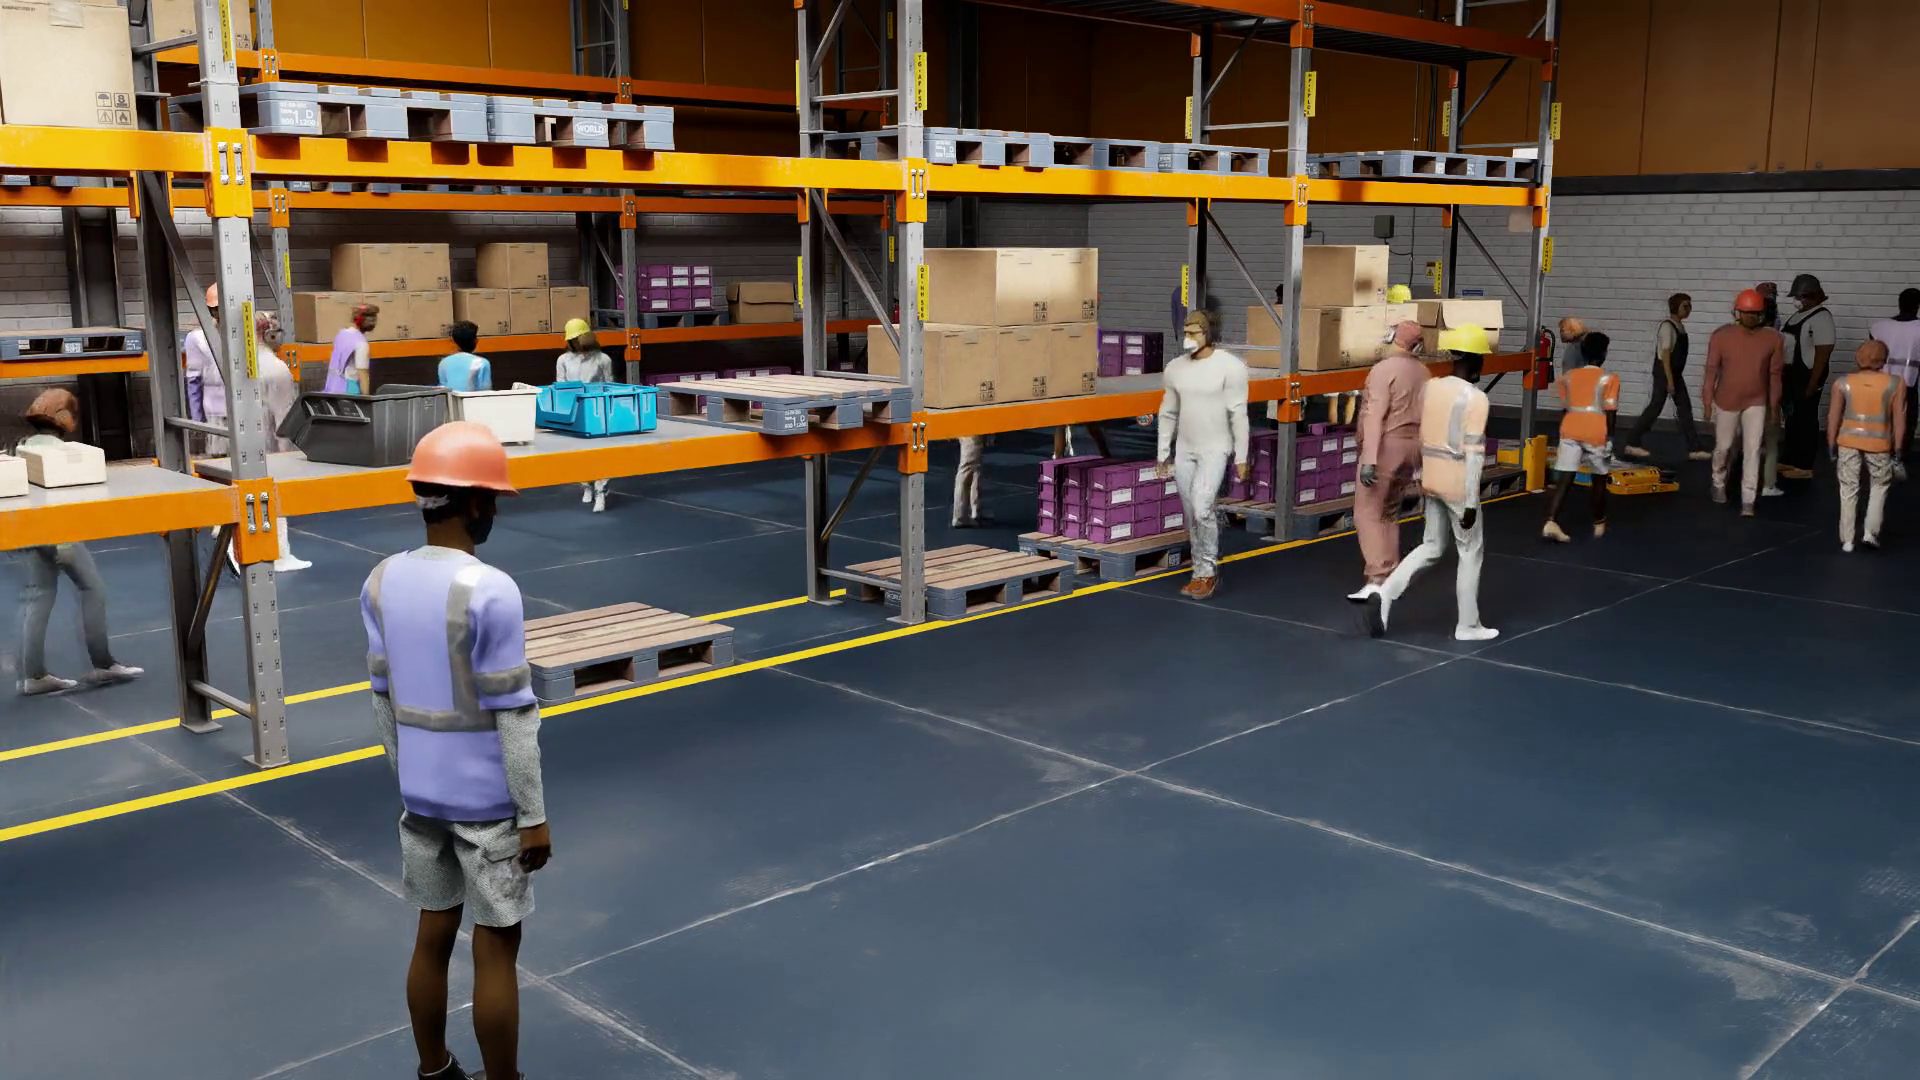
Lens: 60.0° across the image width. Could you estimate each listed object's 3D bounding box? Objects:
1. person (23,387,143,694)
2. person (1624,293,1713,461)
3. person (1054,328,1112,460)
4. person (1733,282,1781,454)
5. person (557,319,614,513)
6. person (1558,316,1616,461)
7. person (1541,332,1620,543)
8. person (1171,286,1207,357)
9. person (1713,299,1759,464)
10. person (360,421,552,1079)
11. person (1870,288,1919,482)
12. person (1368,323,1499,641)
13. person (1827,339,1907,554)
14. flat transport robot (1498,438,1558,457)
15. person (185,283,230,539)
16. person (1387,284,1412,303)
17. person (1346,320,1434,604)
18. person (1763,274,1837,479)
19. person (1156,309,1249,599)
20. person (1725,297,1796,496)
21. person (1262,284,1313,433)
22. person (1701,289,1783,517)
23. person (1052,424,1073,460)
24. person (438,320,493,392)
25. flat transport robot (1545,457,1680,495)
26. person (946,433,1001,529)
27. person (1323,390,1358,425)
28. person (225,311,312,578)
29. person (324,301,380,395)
[{"bbox_3d":[-4.731,-0.006,8.849,0.567,1.596,0.678,9,13,39],"label":"person"},{"bbox_3d":[7.672,-1.758,17.914,0.525,1.796,0.945,-10,14,-43],"label":"person"},{"bbox_3d":[1.194,-1.519,16.332,0.950,1.901,0.552,-10,14,-43],"label":"person"},{"bbox_3d":[8.842,-1.906,18.462,0.408,1.895,0.662,-3,11,-14],"label":"person"},{"bbox_3d":[-3.299,-1.118,14.727,0.484,1.680,0.895,0,10,-2],"label":"person"},{"bbox_3d":[6.189,-1.406,16.494,0.649,1.605,0.541,7,13,34],"label":"person"},{"bbox_3d":[4.899,-0.803,13.072,0.811,1.657,0.535,-9,14,-42],"label":"person"},{"bbox_3d":[3.448,-3.120,24.938,0.368,1.940,0.633,-10,14,-42],"label":"person"},{"bbox_3d":[8.049,-1.643,17.247,0.729,1.807,0.601,-8,13,-36],"label":"person"},{"bbox_3d":[-1.284,0.652,4.384,0.542,1.932,0.373,6,12,31],"label":"person"},{"bbox_3d":[9.105,-1.492,16.161,0.603,1.899,0.460,7,12,33],"label":"person"},{"bbox_3d":[2.835,-0.321,9.787,0.745,1.903,0.600,-4,11,-23],"label":"person"},{"bbox_3d":[6.857,-0.704,12.602,0.537,1.620,0.470,7,13,34],"label":"person"},{"bbox_3d":[5.750,-0.895,17.356,0.652,0.197,1.431,-3,11,-14],"label":"flat transport robot"},{"bbox_3d":[-5.786,-1.024,13.233,0.623,2.039,0.399,-5,12,-26],"label":"person"},{"bbox_3d":[4.450,-1.722,17.417,0.543,1.895,0.618,2,11,9],"label":"person"},{"bbox_3d":[2.811,-0.518,11.010,0.810,1.849,0.438,-10,14,-43],"label":"person"},{"bbox_3d":[8.332,-1.634,16.554,0.536,2.000,0.672,1,10,4],"label":"person"},{"bbox_3d":[1.554,-0.551,10.971,0.664,1.917,0.563,10,14,43],"label":"person"},{"bbox_3d":[7.351,-1.301,15.299,0.530,1.849,0.599,9,14,41],"label":"person"},{"bbox_3d":[3.132,-1.478,15.904,0.373,1.966,0.607,-9,14,-41],"label":"person"},{"bbox_3d":[6.850,-1.230,14.618,0.637,1.956,1.002,3,11,18],"label":"person"},{"bbox_3d":[1.046,-1.782,17.873,0.564,1.846,0.612,10,14,43],"label":"person"},{"bbox_3d":[-4.250,-1.036,14.271,0.542,1.683,0.449,4,11,20],"label":"person"},{"bbox_3d":[6.100,-0.639,15.959,0.652,0.197,1.431,-5,11,-24],"label":"flat transport robot"},{"bbox_3d":[0.167,-0.911,13.738,0.651,1.614,0.546,-7,13,-34],"label":"person"},{"bbox_3d":[4.227,-1.945,18.569,0.562,1.918,0.441,3,11,17],"label":"person"},{"bbox_3d":[-4.911,-0.652,11.647,0.652,1.887,0.709,7,13,35],"label":"person"},{"bbox_3d":[-5.612,-1.286,15.307,0.582,1.801,0.621,-8,13,-36],"label":"person"}]
